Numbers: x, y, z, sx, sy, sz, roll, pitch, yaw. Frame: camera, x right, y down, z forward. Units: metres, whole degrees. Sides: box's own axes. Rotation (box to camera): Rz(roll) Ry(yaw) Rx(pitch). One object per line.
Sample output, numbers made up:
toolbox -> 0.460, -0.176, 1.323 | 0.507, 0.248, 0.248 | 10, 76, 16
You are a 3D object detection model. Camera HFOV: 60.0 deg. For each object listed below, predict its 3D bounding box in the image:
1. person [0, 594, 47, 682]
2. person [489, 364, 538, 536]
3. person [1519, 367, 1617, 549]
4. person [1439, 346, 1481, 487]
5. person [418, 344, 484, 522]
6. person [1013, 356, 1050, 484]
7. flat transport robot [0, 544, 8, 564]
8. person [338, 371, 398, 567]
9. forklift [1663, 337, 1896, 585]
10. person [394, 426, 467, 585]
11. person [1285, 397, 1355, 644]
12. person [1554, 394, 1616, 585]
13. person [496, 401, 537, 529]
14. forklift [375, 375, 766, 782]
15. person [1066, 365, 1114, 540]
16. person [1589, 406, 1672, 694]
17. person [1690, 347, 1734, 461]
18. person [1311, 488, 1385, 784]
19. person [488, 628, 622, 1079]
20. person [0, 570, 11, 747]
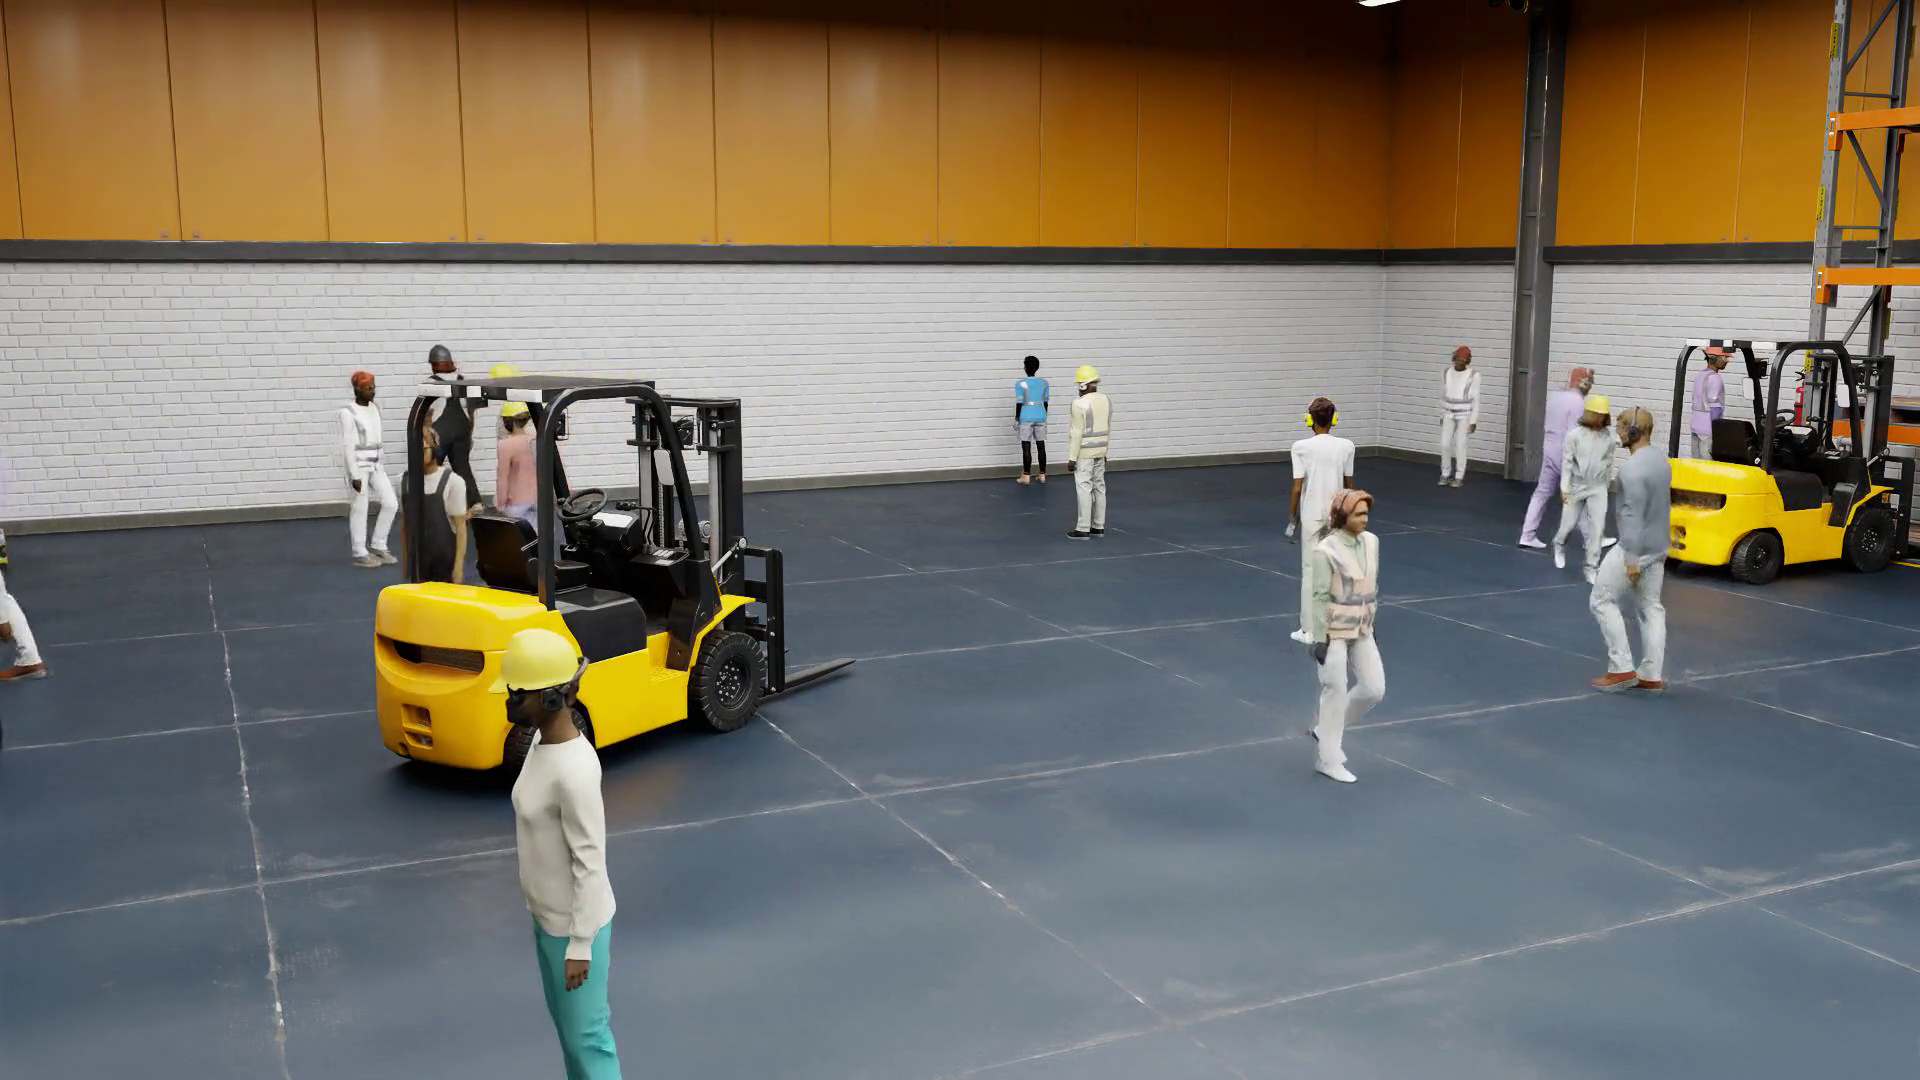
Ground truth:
person -> -6.760, 0.069, 11.178 | 1.045, 1.885, 0.644 | -2, 9, -11
person -> -4.384, -0.771, 16.274 | 0.440, 1.910, 0.592 | -1, 9, -9
person -> 6.119, -0.809, 16.704 | 0.931, 1.850, 0.677 | -1, 9, -7
person -> 6.458, -1.586, 21.510 | 0.607, 1.846, 0.501 | 8, 12, 41
person -> -5.710, -1.208, 18.579 | 0.688, 2.000, 0.979 | -9, 13, -44
person -> 0.942, -1.580, 21.953 | 0.545, 1.696, 0.318 | -5, 11, -30
flat transport robot -> -9.637, 0.069, 16.128 | 0.652, 0.197, 1.431 | -5, 11, -30
person -> -5.557, -0.653, 15.684 | 0.569, 1.860, 0.599 | 3, 10, 16
forklift -> 7.551, -0.789, 15.507 | 2.313, 2.155, 1.214 | -4, 10, -25
person -> -3.464, 0.164, 10.810 | 0.538, 1.794, 0.947 | 2, 9, 10
person -> 2.711, -0.142, 12.519 | 0.517, 1.865, 0.327 | -1, 9, -5
person -> 5.671, -0.483, 15.113 | 0.491, 1.716, 0.751 | 1, 9, 4
person -> -3.646, -0.318, 13.952 | 0.491, 1.748, 0.538 | 5, 10, 27
forklift -> -2.268, 0.149, 9.685 | 1.214, 2.155, 2.313 | 6, 11, 32
person -> 1.337, -0.915, 17.406 | 0.404, 1.832, 0.589 | 9, 13, 43
person -> 4.449, 0.073, 11.020 | 0.558, 1.921, 0.649 | 8, 12, 42
person -> 8.462, -1.240, 18.780 | 0.394, 2.040, 0.609 | 1, 9, 5
person -> 2.120, 0.522, 9.114 | 0.539, 1.622, 0.368 | -7, 12, -38
person -> -1.201, 1.127, 4.950 | 0.330, 1.765, 0.533 | -4, 10, -25
person -> -5.543, 0.386, 9.162 | 0.587, 1.896, 0.835 | -2, 9, -15
